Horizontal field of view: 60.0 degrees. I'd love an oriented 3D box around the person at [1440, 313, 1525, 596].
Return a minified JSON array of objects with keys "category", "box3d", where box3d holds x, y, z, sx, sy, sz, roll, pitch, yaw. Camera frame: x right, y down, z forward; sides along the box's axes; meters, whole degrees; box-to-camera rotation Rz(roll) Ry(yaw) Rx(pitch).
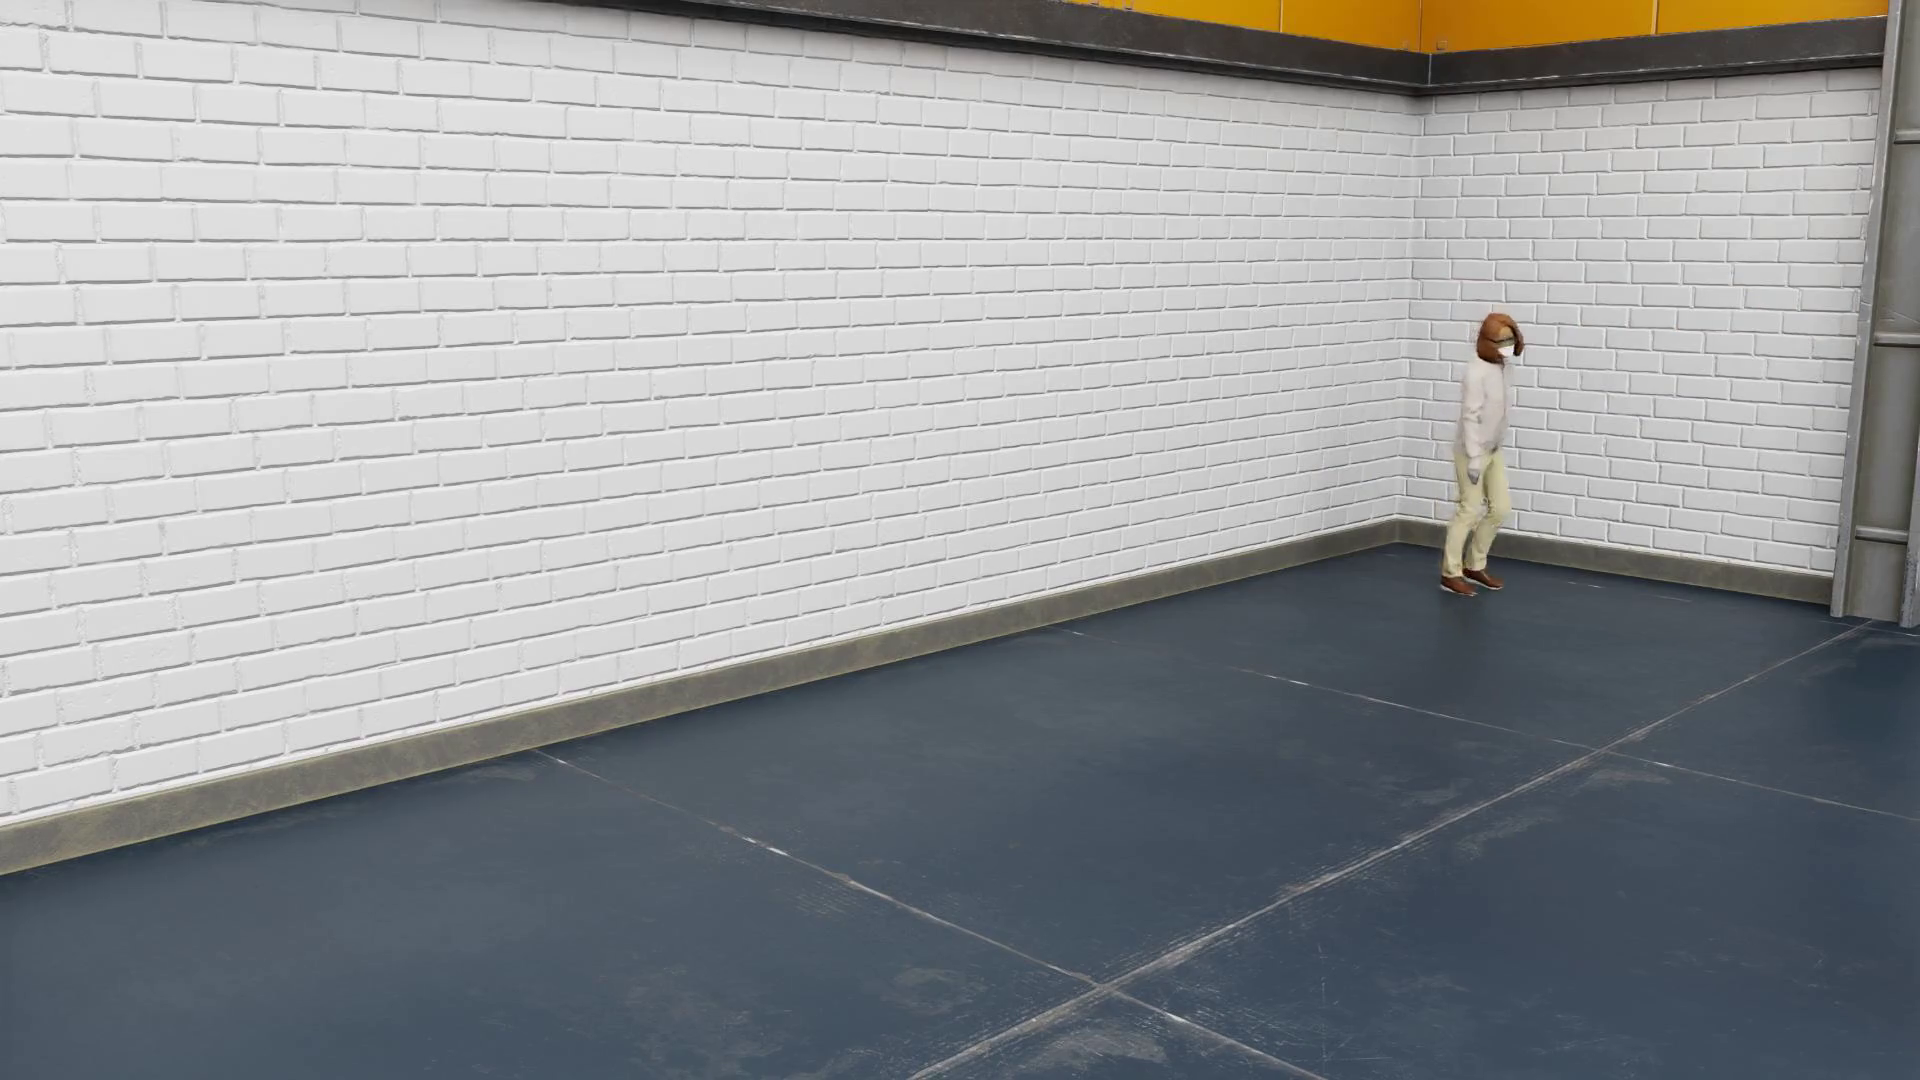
[{"category":"person","box3d":[2.901,-0.468,9.286,0.519,1.598,0.458,-9,14,-41]}]
